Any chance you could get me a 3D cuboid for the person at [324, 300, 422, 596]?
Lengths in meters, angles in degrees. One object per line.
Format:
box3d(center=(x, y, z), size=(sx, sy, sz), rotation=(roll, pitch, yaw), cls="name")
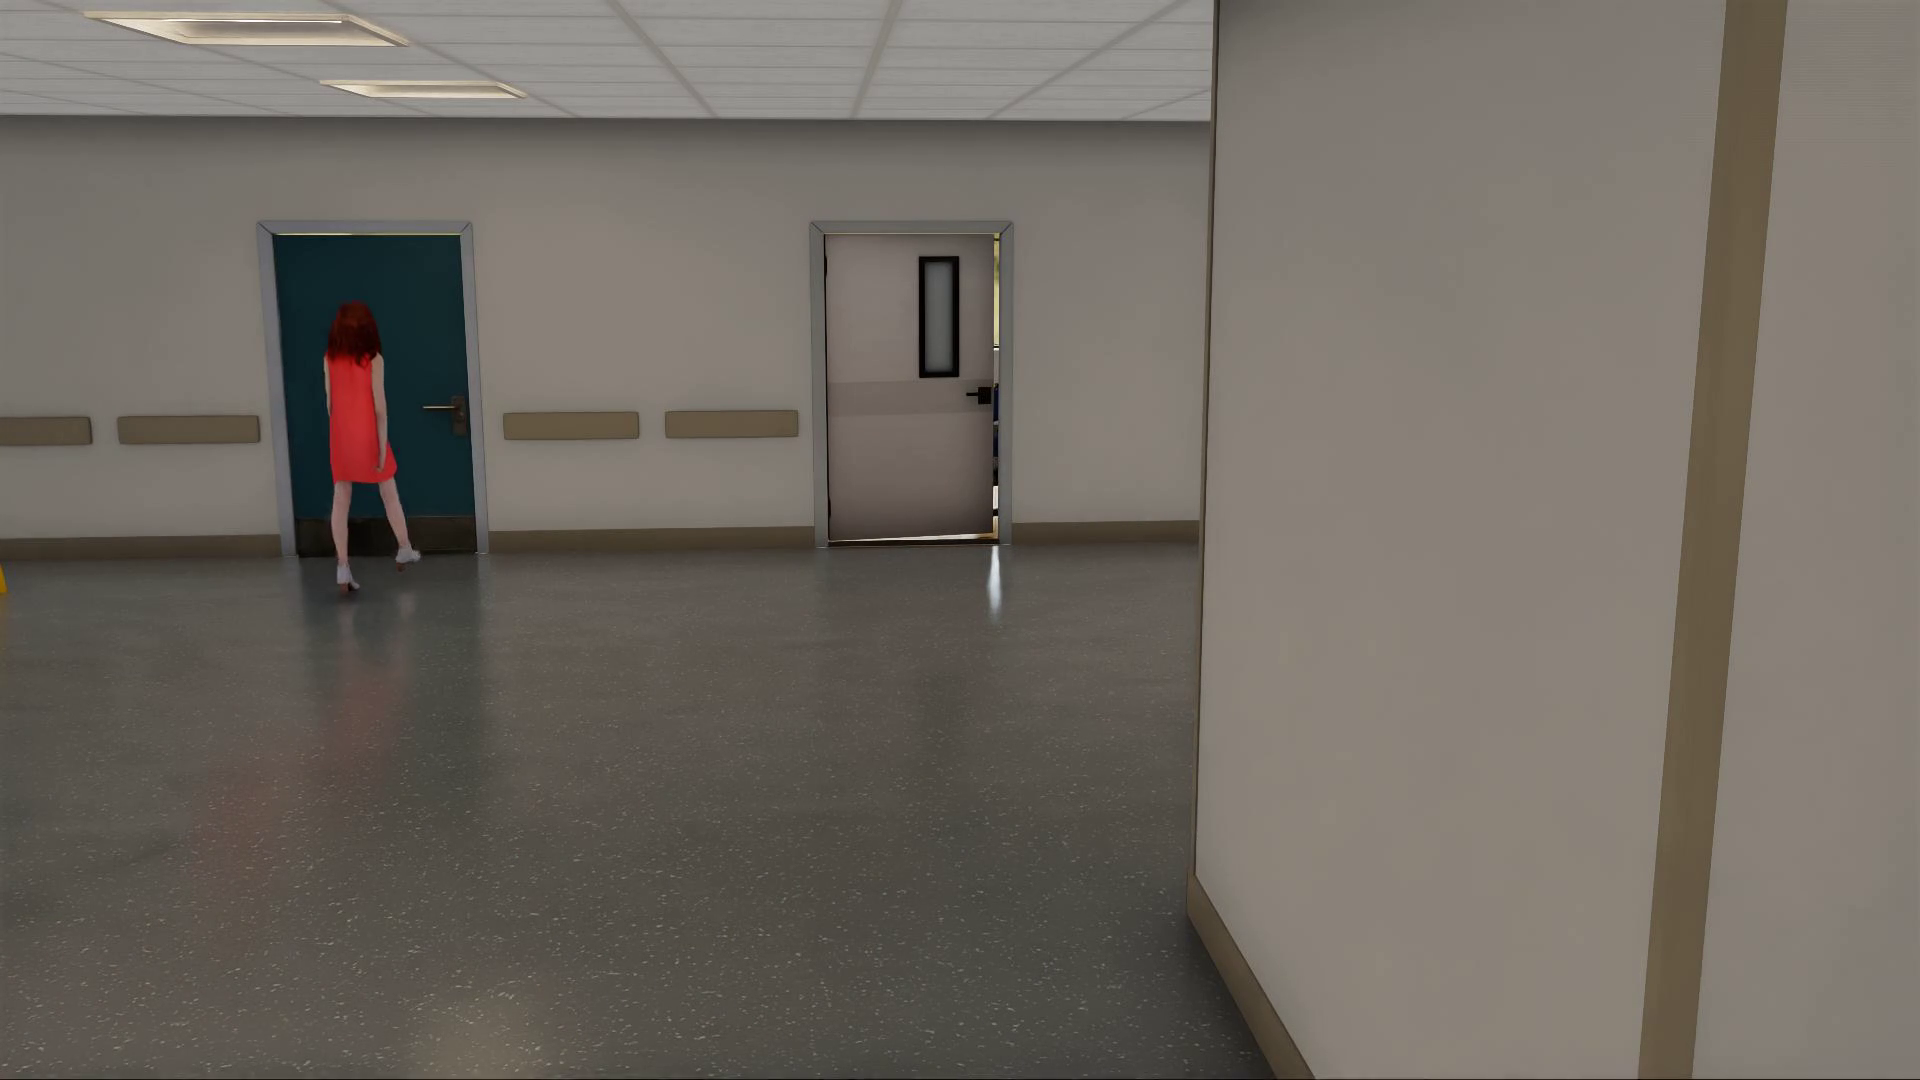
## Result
box3d(center=(-3.765, -0.537, 10.265), size=(1.051, 1.788, 0.792), rotation=(1, 11, 5), cls="person")
